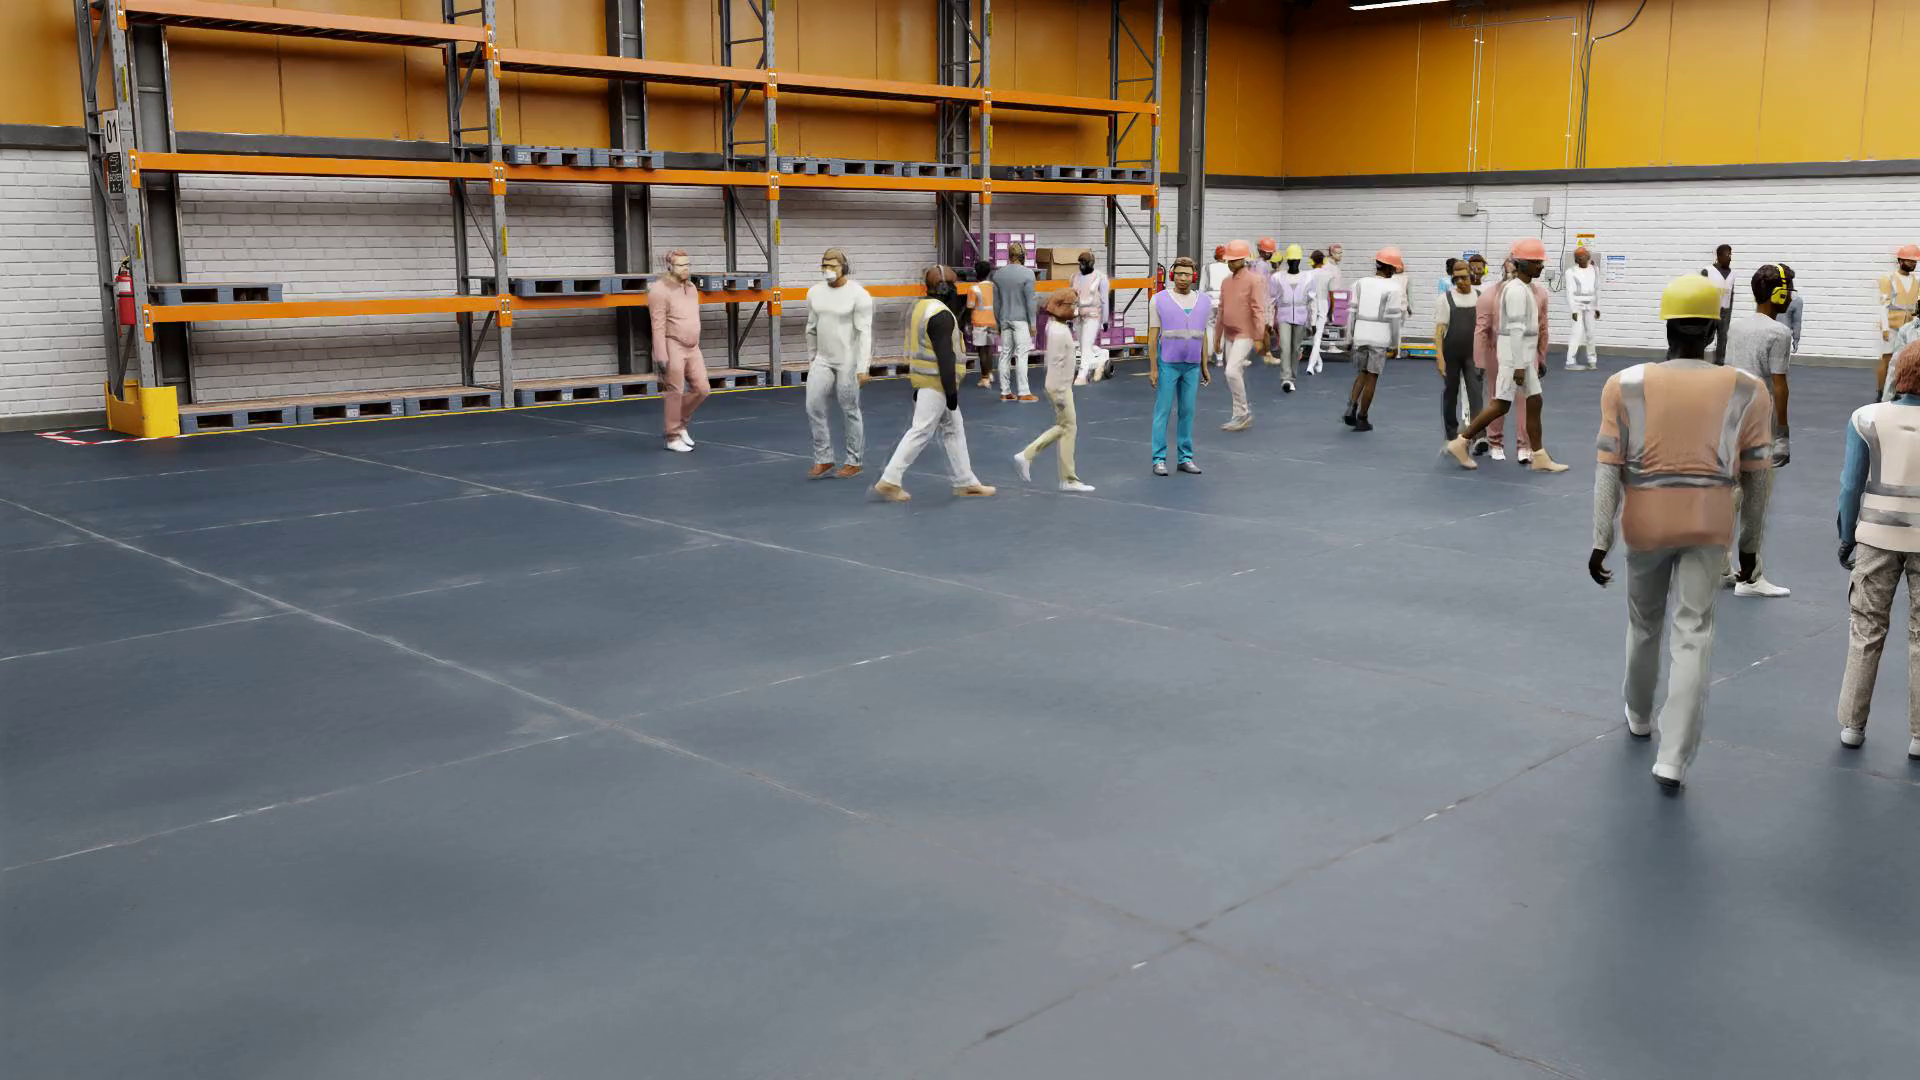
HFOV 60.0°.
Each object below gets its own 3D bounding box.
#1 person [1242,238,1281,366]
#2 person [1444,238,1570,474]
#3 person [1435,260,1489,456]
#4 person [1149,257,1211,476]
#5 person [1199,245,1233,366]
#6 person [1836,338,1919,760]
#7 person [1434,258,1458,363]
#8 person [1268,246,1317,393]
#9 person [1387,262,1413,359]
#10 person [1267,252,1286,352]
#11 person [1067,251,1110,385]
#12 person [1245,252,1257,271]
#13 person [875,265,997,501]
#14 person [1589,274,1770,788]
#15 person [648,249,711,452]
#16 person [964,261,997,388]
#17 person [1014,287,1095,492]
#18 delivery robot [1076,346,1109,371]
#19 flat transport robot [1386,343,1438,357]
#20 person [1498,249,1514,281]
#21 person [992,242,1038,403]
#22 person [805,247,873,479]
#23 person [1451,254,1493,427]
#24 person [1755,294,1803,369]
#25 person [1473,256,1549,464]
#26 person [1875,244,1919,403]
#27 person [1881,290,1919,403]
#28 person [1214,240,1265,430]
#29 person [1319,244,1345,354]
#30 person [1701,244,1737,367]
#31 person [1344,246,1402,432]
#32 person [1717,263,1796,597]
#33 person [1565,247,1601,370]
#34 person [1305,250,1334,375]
[{"bbox_3d":[4.675,-3.665,25.701,0.882,1.973,0.744,0,10,-2],"label":"person"},{"bbox_3d":[4.684,-1.560,14.157,0.992,2.011,0.619,5,12,25],"label":"person"},{"bbox_3d":[4.645,-1.668,15.324,0.534,1.788,0.971,0,10,0],"label":"person"},{"bbox_3d":[1.854,-1.469,14.102,0.564,1.839,0.389,-4,11,-20],"label":"person"},{"bbox_3d":[4.028,-3.660,25.990,0.631,1.858,0.663,3,11,15],"label":"person"},{"bbox_3d":[3.678,0.035,6.449,0.523,1.640,0.306,9,14,41],"label":"person"},{"bbox_3d":[7.758,-3.581,26.063,0.543,1.672,0.693,-6,12,-28],"label":"person"},{"bbox_3d":[4.290,-2.830,21.401,0.612,1.876,0.954,1,10,5],"label":"person"},{"bbox_3d":[7.141,-3.793,27.412,0.520,1.602,0.780,-3,11,-16],"label":"person"},{"bbox_3d":[5.568,-4.162,29.051,0.492,1.741,0.534,-6,12,-31],"label":"person"},{"bbox_3d":[1.766,-3.038,22.763,0.637,1.813,0.897,8,13,38],"label":"person"},{"bbox_3d":[4.679,-3.859,27.399,0.556,1.732,0.484,4,11,21],"label":"person"},{"bbox_3d":[-0.217,-1.186,12.678,0.951,1.808,0.645,-2,11,-11],"label":"person"},{"bbox_3d":[2.715,-0.057,6.306,0.606,1.875,1.019,4,11,19],"label":"person"},{"bbox_3d":[-2.613,-1.764,15.567,0.429,1.890,0.676,6,12,28],"label":"person"},{"bbox_3d":[0.286,-2.872,22.154,0.560,1.680,0.473,-7,13,-34],"label":"person"},{"bbox_3d":[0.760,-1.185,13.143,0.583,1.617,0.514,1,10,3],"label":"person"},{"bbox_3d":[1.809,-2.551,23.251,0.477,0.478,0.707,5,12,27],"label":"delivery robot"},{"bbox_3d":[7.709,-3.120,27.386,1.431,0.197,0.652,5,11,25],"label":"flat transport robot"},{"bbox_3d":[9.169,-3.896,27.463,0.603,1.790,0.704,-5,12,-26],"label":"person"},{"bbox_3d":[0.675,-2.633,20.181,0.628,1.940,0.378,9,14,41],"label":"person"},{"bbox_3d":[-1.038,-1.431,13.683,0.658,1.913,0.699,6,12,28],"label":"person"},{"bbox_3d":[5.528,-2.158,17.895,0.524,1.831,0.975,2,11,9],"label":"person"},{"bbox_3d":[9.371,-2.277,19.098,0.495,1.624,0.292,5,12,25],"label":"person"},{"bbox_3d":[4.899,-1.593,14.758,0.670,1.855,0.871,2,10,8],"label":"person"},{"bbox_3d":[11.123,-2.530,19.687,0.546,1.918,0.507,-1,10,-7],"label":"person"},{"bbox_3d":[6.802,-0.983,11.774,0.536,1.727,0.491,-6,12,-29],"label":"person"},{"bbox_3d":[2.841,-2.093,17.140,0.513,1.968,0.662,-5,12,-27],"label":"person"},{"bbox_3d":[6.315,-4.114,28.478,0.666,1.867,0.655,4,11,22],"label":"person"},{"bbox_3d":[10.927,-3.332,24.101,0.607,1.901,0.676,-3,11,-16],"label":"person"},{"bbox_3d":[4.277,-2.055,17.110,0.416,1.908,0.574,-10,14,-44],"label":"person"},{"bbox_3d":[4.494,-0.613,9.376,0.312,1.861,0.535,-2,11,-12],"label":"person"},{"bbox_3d":[9.376,-3.482,25.050,0.607,1.857,0.393,-3,11,-18],"label":"person"},{"bbox_3d":[5.203,-3.324,24.340,0.517,1.814,0.981,4,11,23],"label":"person"}]
